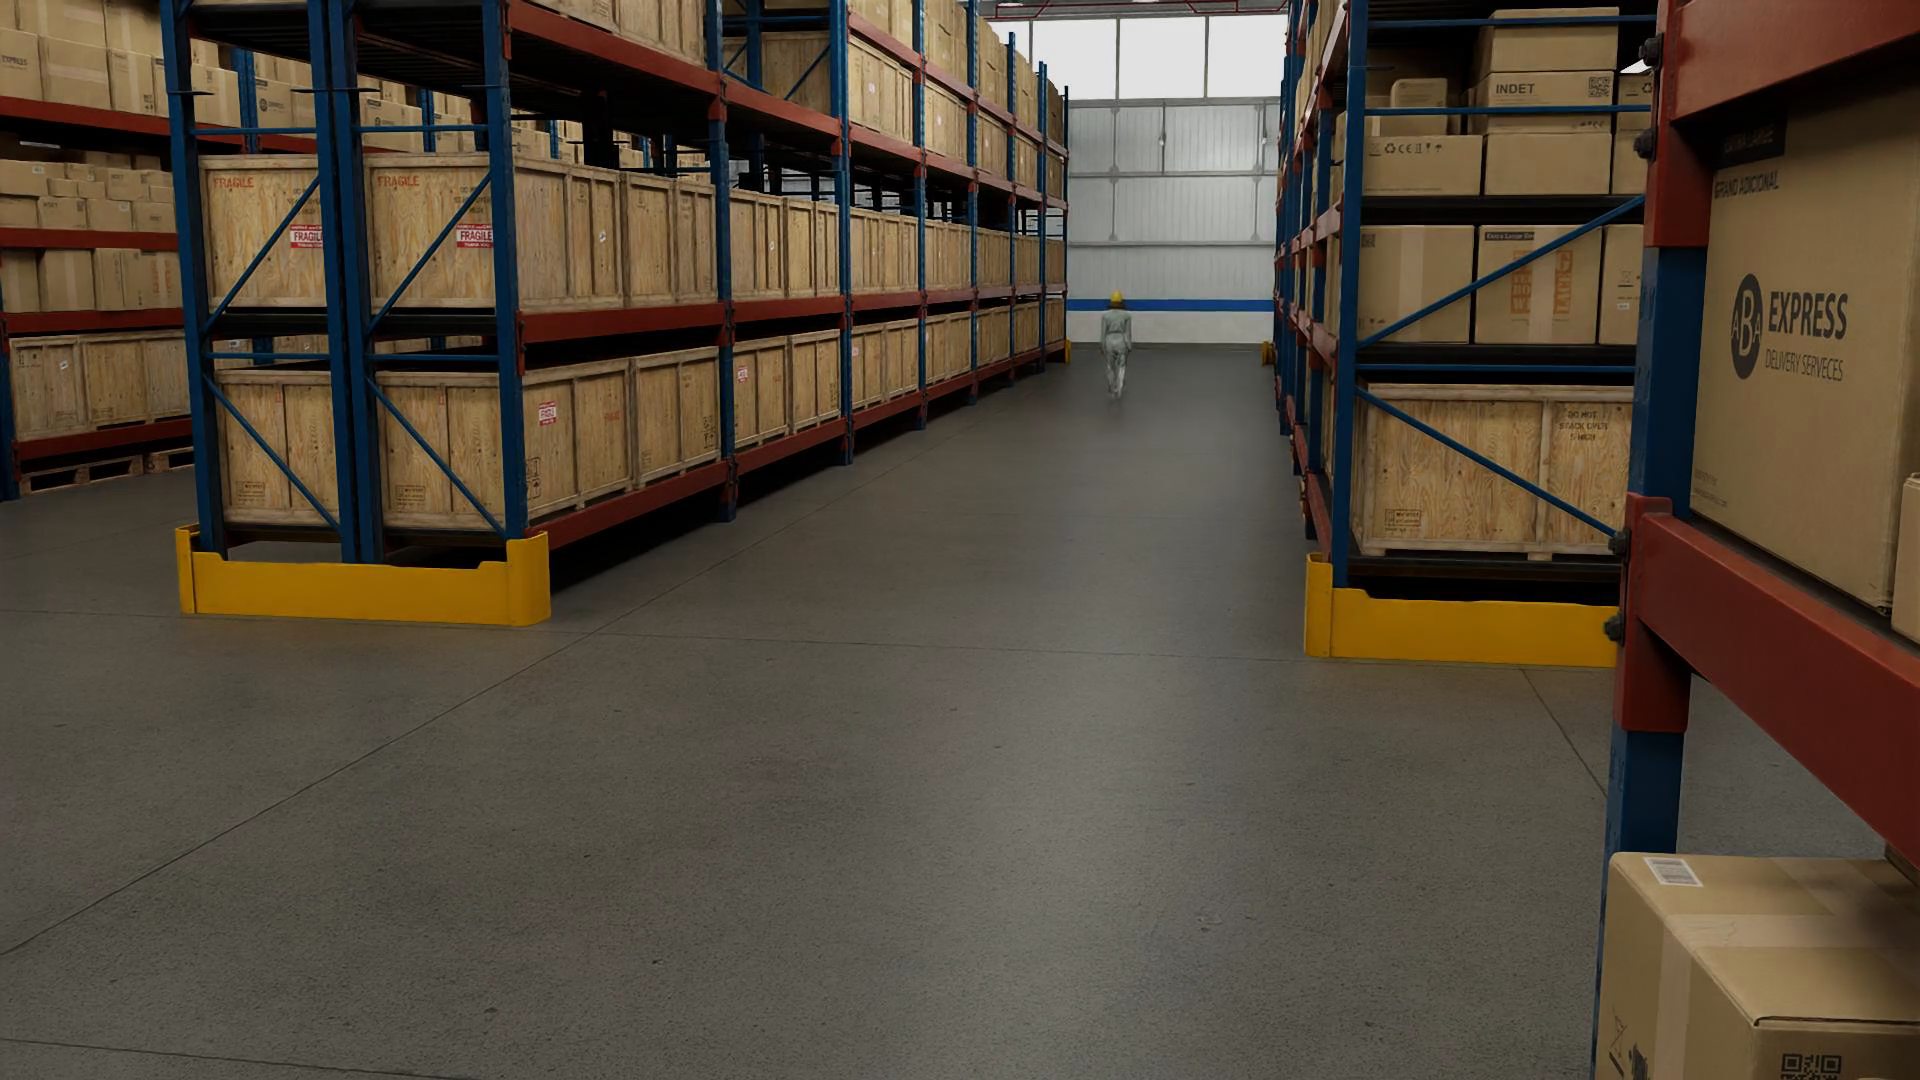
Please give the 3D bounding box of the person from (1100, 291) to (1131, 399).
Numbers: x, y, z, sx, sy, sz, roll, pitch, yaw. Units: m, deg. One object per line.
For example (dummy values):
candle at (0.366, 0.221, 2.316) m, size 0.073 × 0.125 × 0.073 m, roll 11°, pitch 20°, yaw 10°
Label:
person at (2.475, -3.100, 26.489) m, size 0.487 × 1.731 × 0.392 m, roll 0°, pitch 9°, yaw 2°
